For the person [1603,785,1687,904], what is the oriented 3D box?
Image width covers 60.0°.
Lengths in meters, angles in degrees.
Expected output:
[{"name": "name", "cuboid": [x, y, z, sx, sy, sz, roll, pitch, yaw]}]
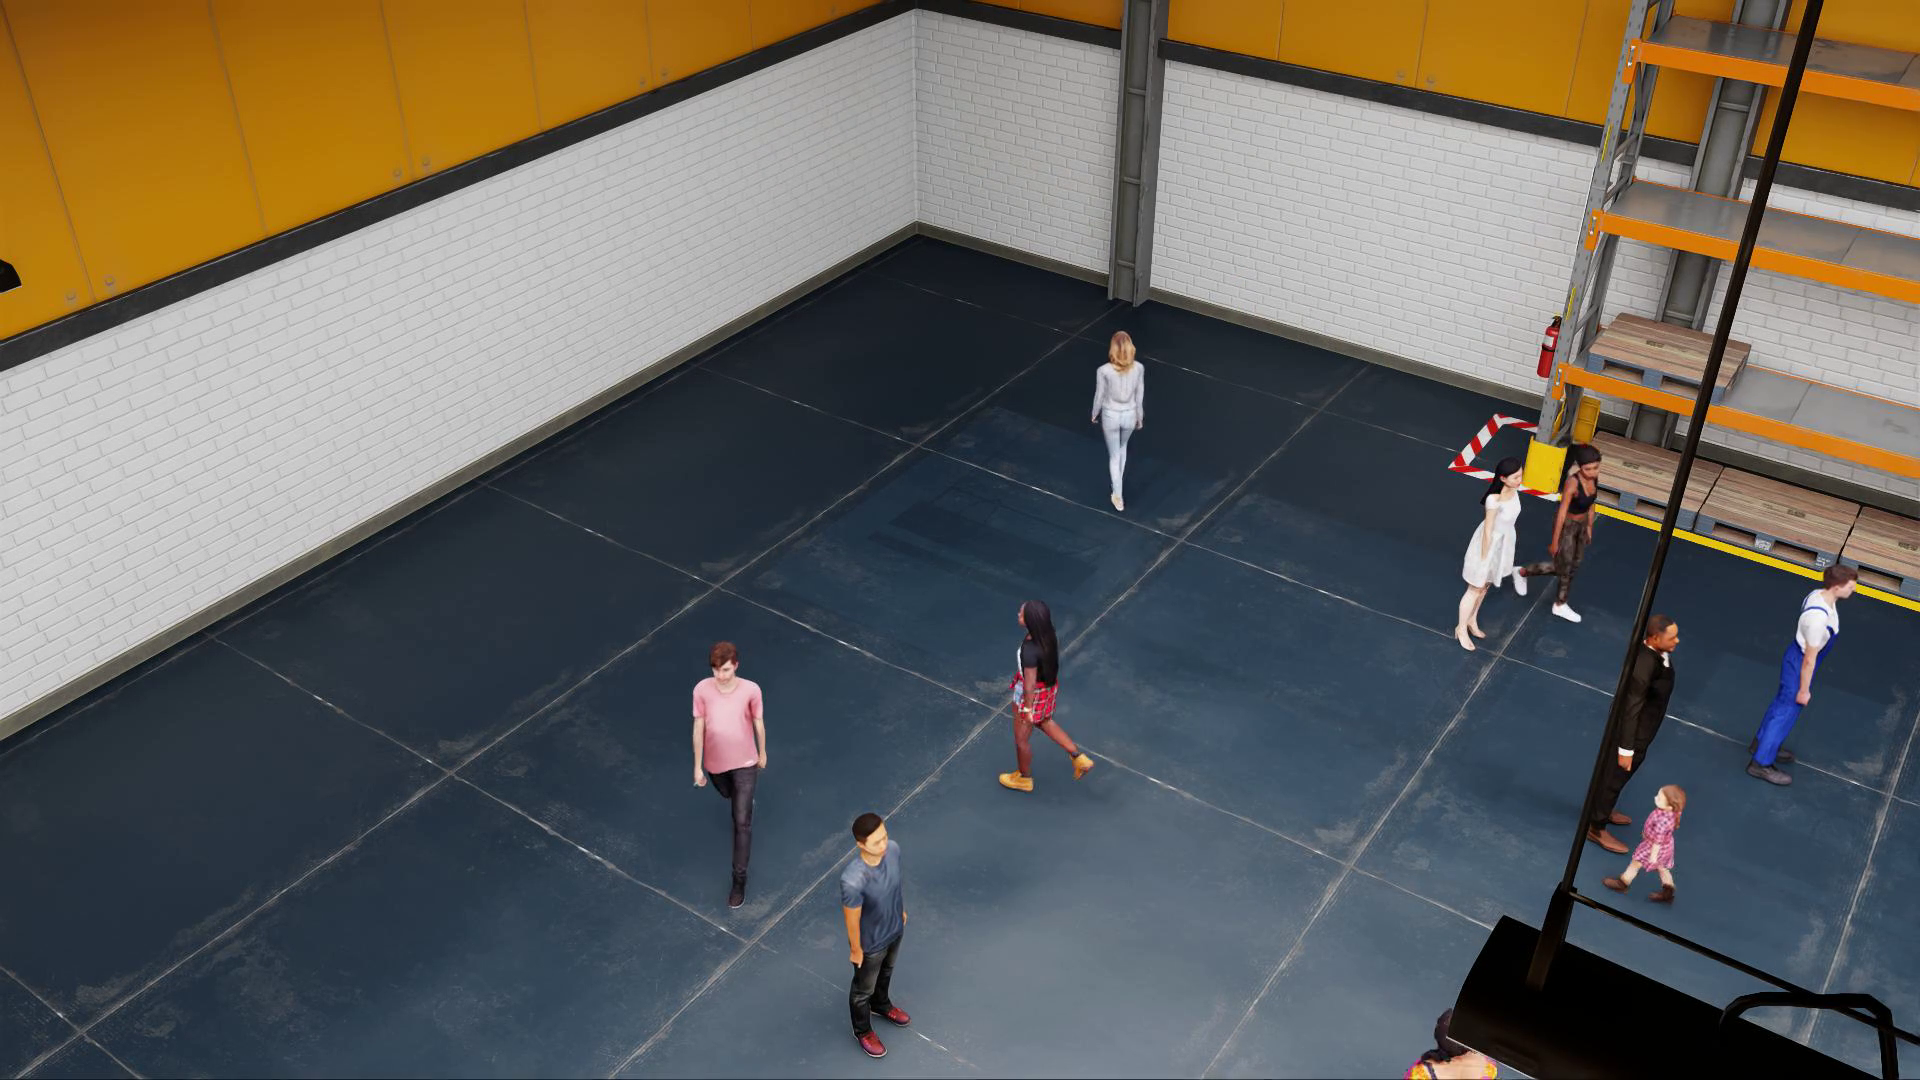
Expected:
[{"name": "person", "cuboid": [4.765, 2.060, 11.260, 0.694, 1.018, 0.434, 23, 40, 30]}]

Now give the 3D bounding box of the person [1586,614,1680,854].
[{"name": "person", "cuboid": [4.673, 1.308, 11.590, 0.652, 1.904, 0.728, 16, 37, 22]}]

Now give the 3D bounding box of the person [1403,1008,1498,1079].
[{"name": "person", "cuboid": [2.597, 3.201, 8.966, 0.885, 1.657, 0.981, -12, 35, -18]}]

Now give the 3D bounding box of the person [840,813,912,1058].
[{"name": "person", "cuboid": [-0.523, 2.353, 10.103, 0.526, 1.810, 0.656, 20, 39, 27]}]

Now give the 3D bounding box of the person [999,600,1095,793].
[{"name": "person", "cuboid": [0.632, 1.154, 11.998, 0.974, 1.708, 0.713, 14, 36, 19]}]

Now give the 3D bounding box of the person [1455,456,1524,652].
[{"name": "person", "cuboid": [4.319, 0.097, 13.530, 0.652, 1.773, 0.664, 25, 41, 32]}]

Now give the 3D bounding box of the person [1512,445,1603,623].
[{"name": "person", "cuboid": [5.018, -0.095, 13.903, 0.737, 1.680, 0.952, -28, 43, -35]}]

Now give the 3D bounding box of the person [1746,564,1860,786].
[{"name": "person", "cuboid": [6.158, 0.942, 12.191, 0.585, 1.847, 0.638, 17, 37, 24]}]

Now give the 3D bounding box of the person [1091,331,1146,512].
[{"name": "person", "cuboid": [1.475, -1.049, 15.247, 0.756, 1.781, 0.816, -5, 34, -8]}]

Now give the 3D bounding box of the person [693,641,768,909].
[{"name": "person", "cuboid": [-1.554, 1.445, 11.373, 1.262, 1.915, 1.150, 2, 34, 2]}]
